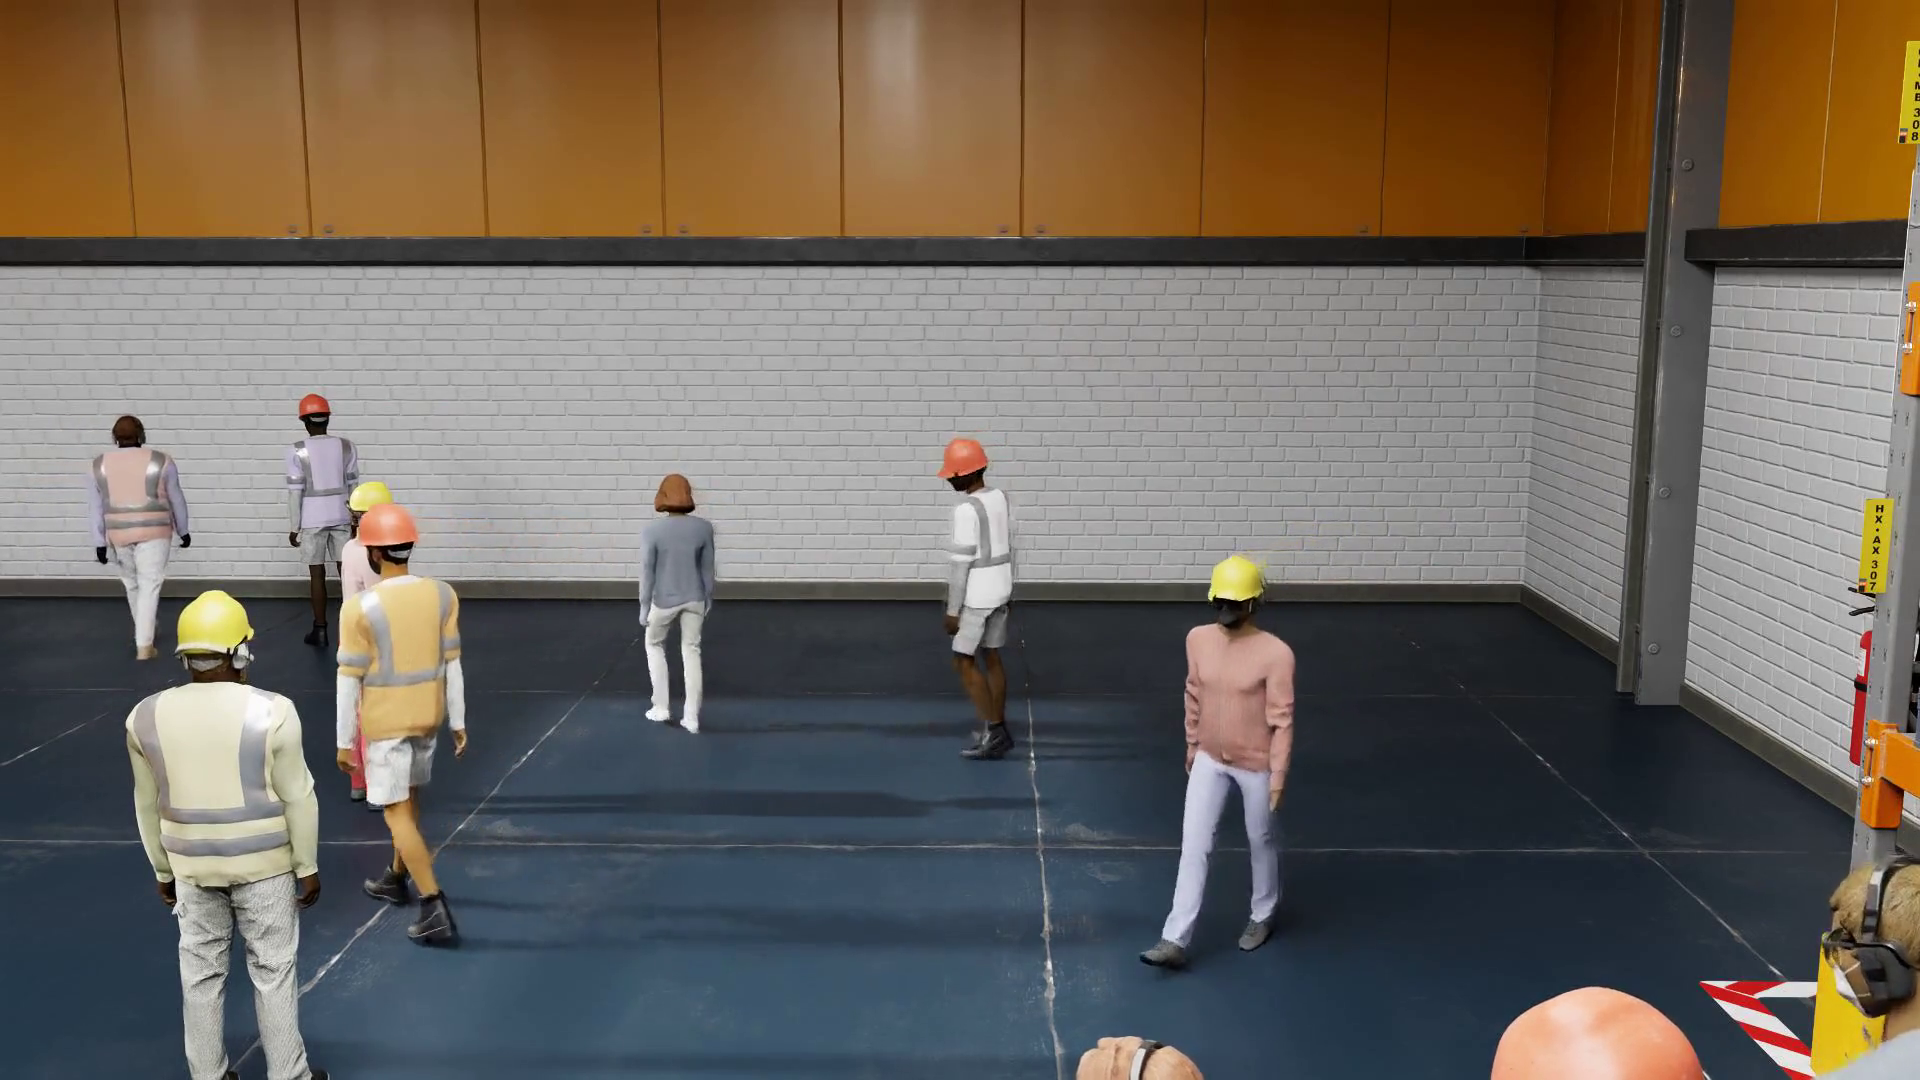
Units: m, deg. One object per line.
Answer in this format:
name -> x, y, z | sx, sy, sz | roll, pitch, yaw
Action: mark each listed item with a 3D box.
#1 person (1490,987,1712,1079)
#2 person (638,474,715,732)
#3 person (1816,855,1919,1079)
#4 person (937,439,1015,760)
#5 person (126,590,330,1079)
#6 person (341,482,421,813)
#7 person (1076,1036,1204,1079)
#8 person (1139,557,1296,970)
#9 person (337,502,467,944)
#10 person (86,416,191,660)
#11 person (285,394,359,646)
person -> 0.786, 1.553, 2.164 | 0.381, 2.041, 0.616 | -7, 12, -37
person -> -1.805, 0.383, 10.463 | 0.525, 1.608, 0.601 | -5, 11, -29
person -> 1.643, 1.504, 2.838 | 0.686, 1.916, 0.488 | -6, 11, -31
person -> 0.126, 0.343, 9.870 | 0.417, 1.907, 0.613 | 5, 11, 29
person -> -2.458, 1.075, 5.644 | 0.590, 1.836, 0.404 | 0, 9, -1
person -> -3.135, 0.567, 8.908 | 0.329, 1.765, 0.526 | -7, 12, -35
person -> 0.324, 1.638, 2.861 | 0.309, 1.638, 0.522 | 3, 10, 16
person -> 1.096, 0.929, 6.833 | 0.555, 1.718, 0.884 | 7, 12, 36
person -> -2.443, 0.775, 7.268 | 0.895, 1.902, 0.558 | 8, 12, 38
person -> -6.129, -0.035, 12.456 | 0.627, 1.794, 0.977 | -1, 10, -8
person -> -4.868, -0.152, 12.723 | 0.543, 1.928, 0.370 | -8, 12, -40
